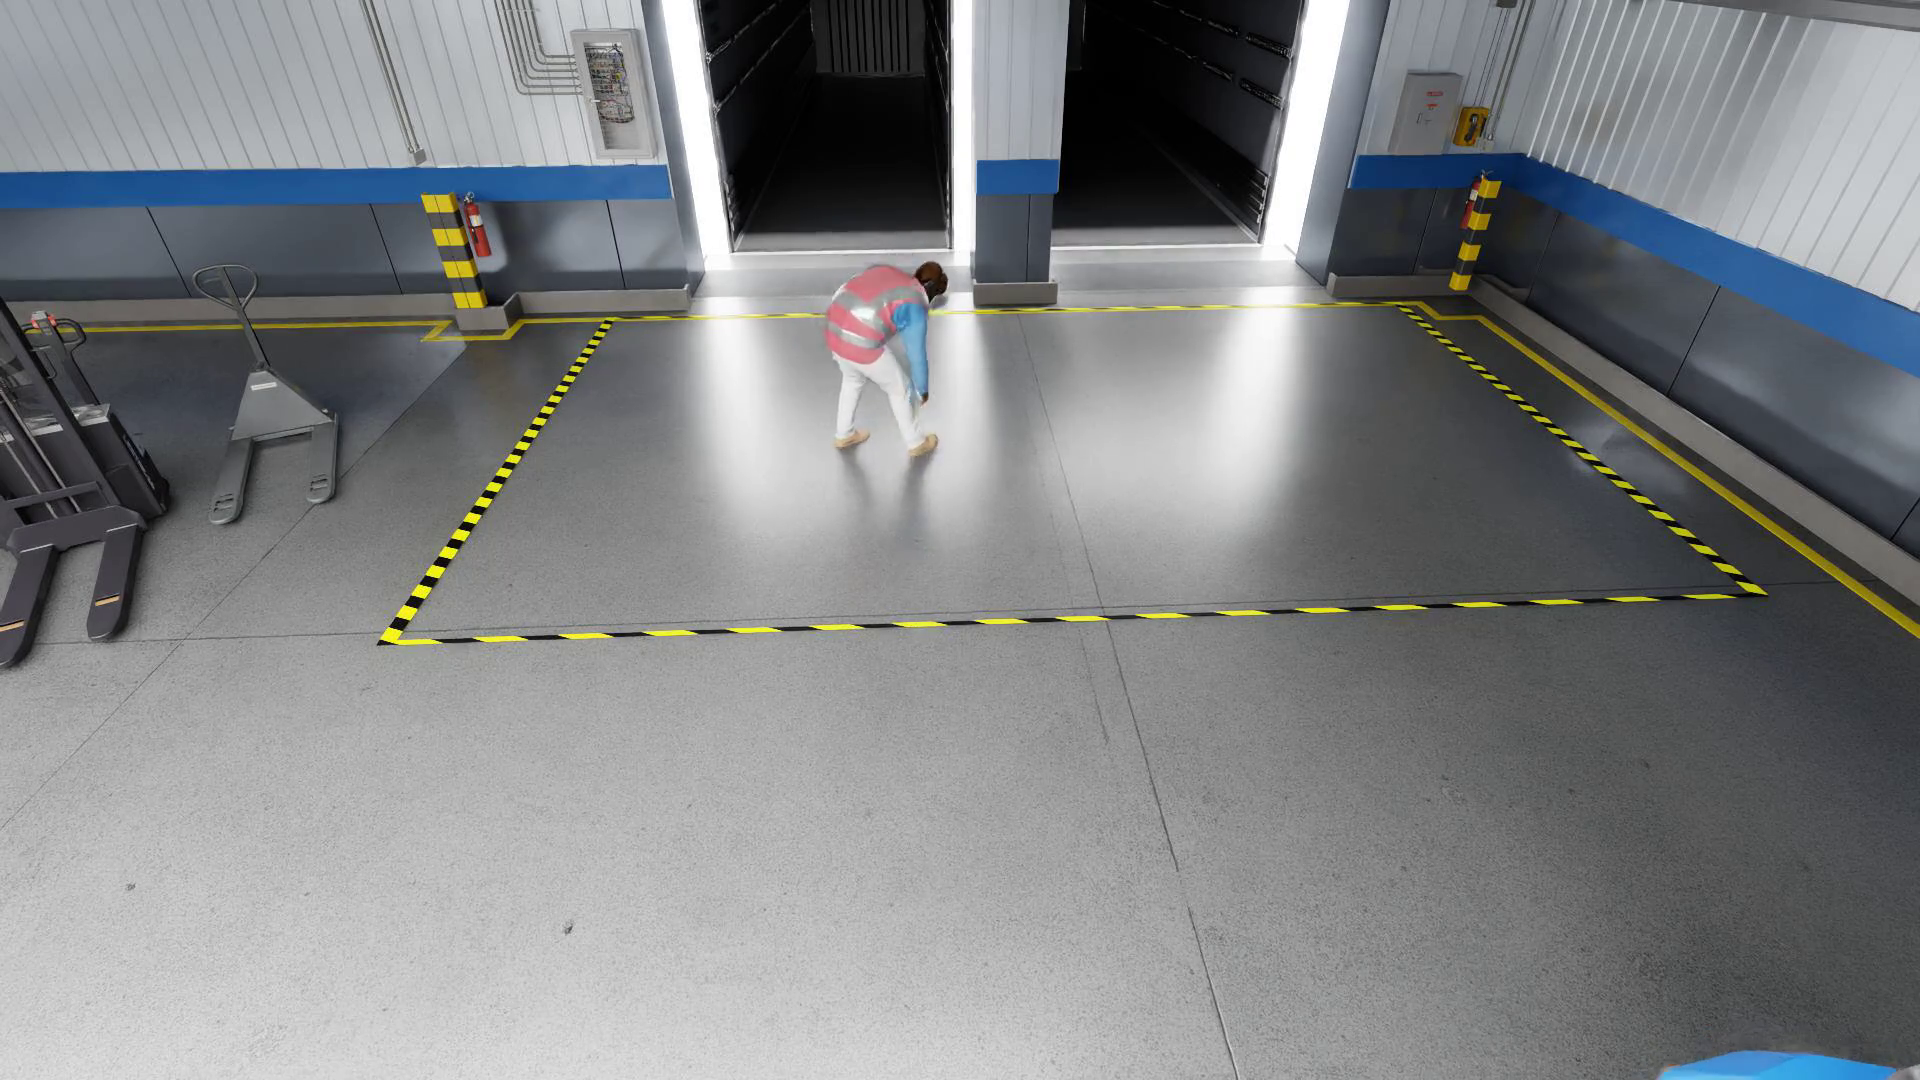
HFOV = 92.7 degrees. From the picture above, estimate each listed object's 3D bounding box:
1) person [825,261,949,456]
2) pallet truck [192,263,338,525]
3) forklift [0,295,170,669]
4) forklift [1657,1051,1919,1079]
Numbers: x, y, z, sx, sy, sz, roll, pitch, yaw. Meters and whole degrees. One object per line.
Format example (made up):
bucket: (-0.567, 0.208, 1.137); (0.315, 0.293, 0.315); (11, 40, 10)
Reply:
person: (-0.532, -1.251, 6.407); (0.886, 1.326, 0.901); (26, 43, 32)
pallet truck: (-4.778, -1.027, 6.128); (0.680, 1.201, 1.601); (-17, 38, -23)
forklift: (-5.212, -0.618, 4.878); (0.823, 1.965, 1.885); (-20, 39, -26)
forklift: (2.850, 1.550, 1.452); (2.680, 2.036, 1.157); (10, 36, 14)
